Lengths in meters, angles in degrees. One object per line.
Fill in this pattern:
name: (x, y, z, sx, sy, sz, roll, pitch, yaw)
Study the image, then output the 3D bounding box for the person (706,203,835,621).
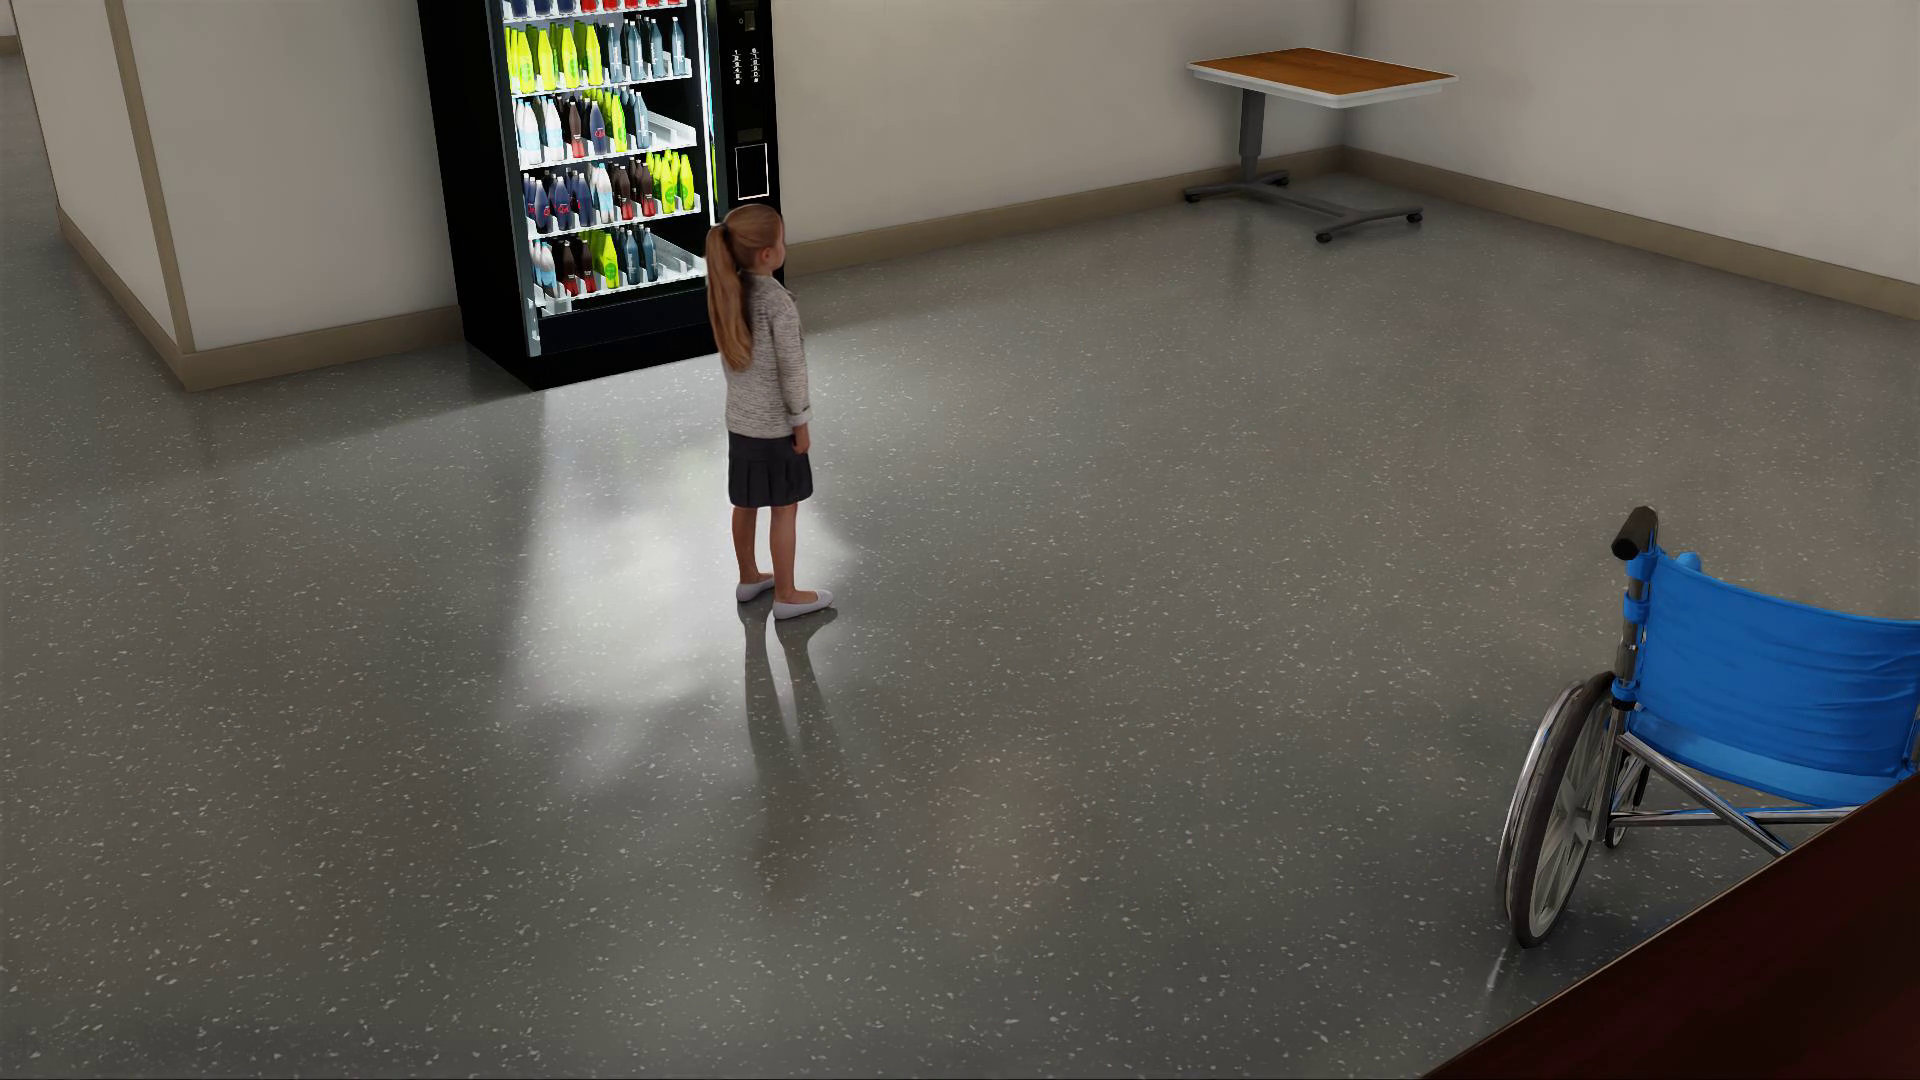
person: (-0.587, -0.386, 5.006, 0.546, 1.275, 0.561, 23, 34, 39)
